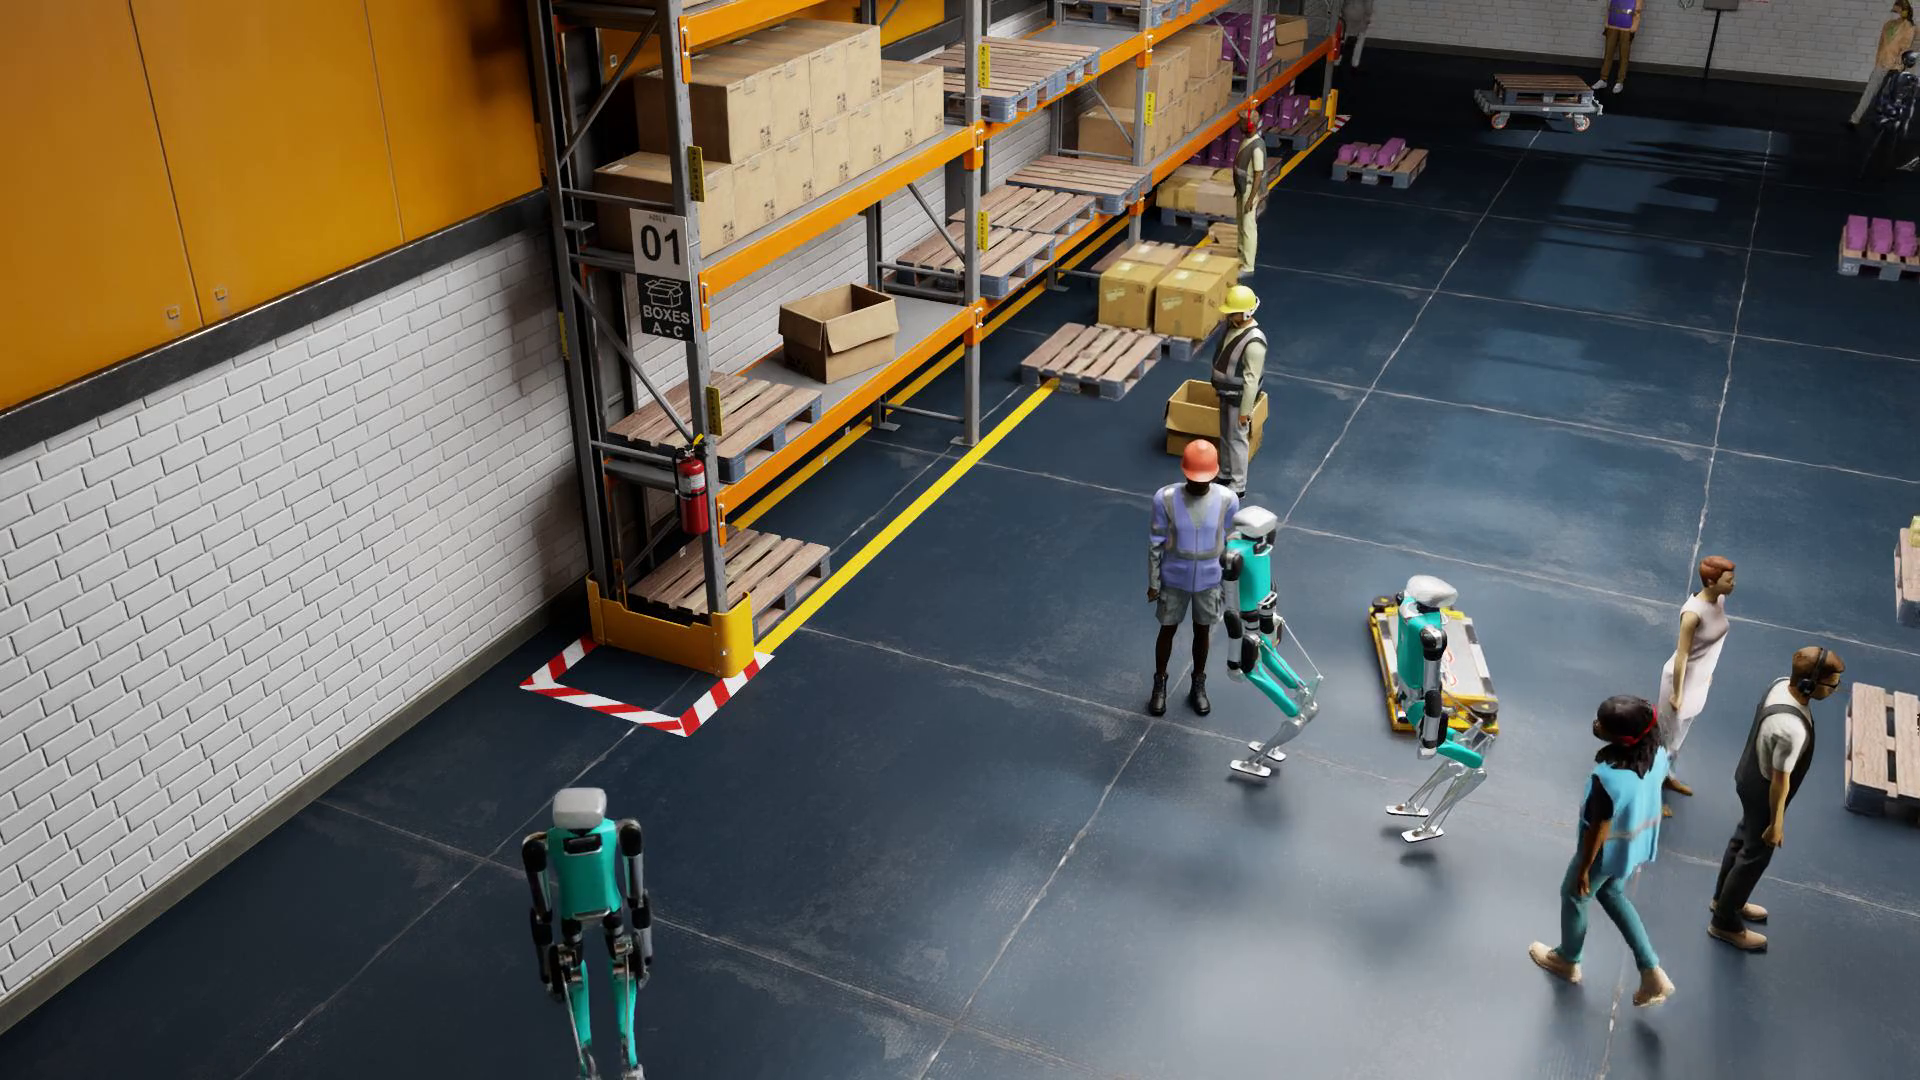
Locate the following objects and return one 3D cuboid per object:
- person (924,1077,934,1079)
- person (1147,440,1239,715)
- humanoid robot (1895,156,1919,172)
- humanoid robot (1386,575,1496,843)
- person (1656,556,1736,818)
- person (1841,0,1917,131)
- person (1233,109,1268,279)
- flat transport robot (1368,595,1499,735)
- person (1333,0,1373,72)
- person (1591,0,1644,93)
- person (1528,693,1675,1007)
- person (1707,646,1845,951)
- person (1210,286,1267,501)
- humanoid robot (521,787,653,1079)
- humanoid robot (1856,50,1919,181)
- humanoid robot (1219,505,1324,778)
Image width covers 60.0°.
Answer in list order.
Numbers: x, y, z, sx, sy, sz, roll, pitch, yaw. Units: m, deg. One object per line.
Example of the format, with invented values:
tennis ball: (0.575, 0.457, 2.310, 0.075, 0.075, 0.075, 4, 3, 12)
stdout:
person: (-0.105, 2.681, 6.287, 0.343, 1.661, 0.487, 15, 32, 25)
person: (1.461, 0.247, 10.516, 0.551, 1.933, 0.369, 0, 28, 1)
humanoid robot: (12.777, -5.549, 21.479, 0.873, 1.775, 0.575, 11, 30, 20)
humanoid robot: (2.741, 0.936, 9.302, 0.735, 1.680, 0.533, -2, 28, -5)
person: (4.262, 0.836, 9.711, 0.281, 1.659, 0.455, 25, 37, 38)
person: (13.055, -6.667, 23.457, 0.981, 1.819, 0.549, -14, 31, -24)
person: (3.126, -3.760, 18.047, 0.389, 1.837, 0.563, -2, 28, -4)
flat transport robot: (3.168, 0.830, 11.190, 0.659, 0.231, 1.431, 3, 28, 5)
person: (6.366, -8.487, 26.854, 0.583, 1.808, 0.392, 17, 33, 29)
person: (10.210, -7.919, 25.660, 0.409, 1.933, 0.534, -23, 36, -36)
person: (3.255, 1.552, 8.193, 0.542, 1.839, 0.692, -17, 33, -28)
person: (4.206, 1.331, 8.617, 0.367, 1.834, 0.513, 8, 29, 15)
person: (2.199, -1.166, 13.260, 0.403, 1.821, 0.597, -5, 29, -9)
humanoid robot: (-1.613, 1.998, 7.464, 0.540, 1.773, 0.685, -8, 29, -14)
humanoid robot: (11.931, -5.440, 21.337, 0.374, 1.661, 0.592, -10, 30, -19)
humanoid robot: (1.893, 0.644, 9.880, 0.756, 1.688, 0.530, 19, 34, 31)
